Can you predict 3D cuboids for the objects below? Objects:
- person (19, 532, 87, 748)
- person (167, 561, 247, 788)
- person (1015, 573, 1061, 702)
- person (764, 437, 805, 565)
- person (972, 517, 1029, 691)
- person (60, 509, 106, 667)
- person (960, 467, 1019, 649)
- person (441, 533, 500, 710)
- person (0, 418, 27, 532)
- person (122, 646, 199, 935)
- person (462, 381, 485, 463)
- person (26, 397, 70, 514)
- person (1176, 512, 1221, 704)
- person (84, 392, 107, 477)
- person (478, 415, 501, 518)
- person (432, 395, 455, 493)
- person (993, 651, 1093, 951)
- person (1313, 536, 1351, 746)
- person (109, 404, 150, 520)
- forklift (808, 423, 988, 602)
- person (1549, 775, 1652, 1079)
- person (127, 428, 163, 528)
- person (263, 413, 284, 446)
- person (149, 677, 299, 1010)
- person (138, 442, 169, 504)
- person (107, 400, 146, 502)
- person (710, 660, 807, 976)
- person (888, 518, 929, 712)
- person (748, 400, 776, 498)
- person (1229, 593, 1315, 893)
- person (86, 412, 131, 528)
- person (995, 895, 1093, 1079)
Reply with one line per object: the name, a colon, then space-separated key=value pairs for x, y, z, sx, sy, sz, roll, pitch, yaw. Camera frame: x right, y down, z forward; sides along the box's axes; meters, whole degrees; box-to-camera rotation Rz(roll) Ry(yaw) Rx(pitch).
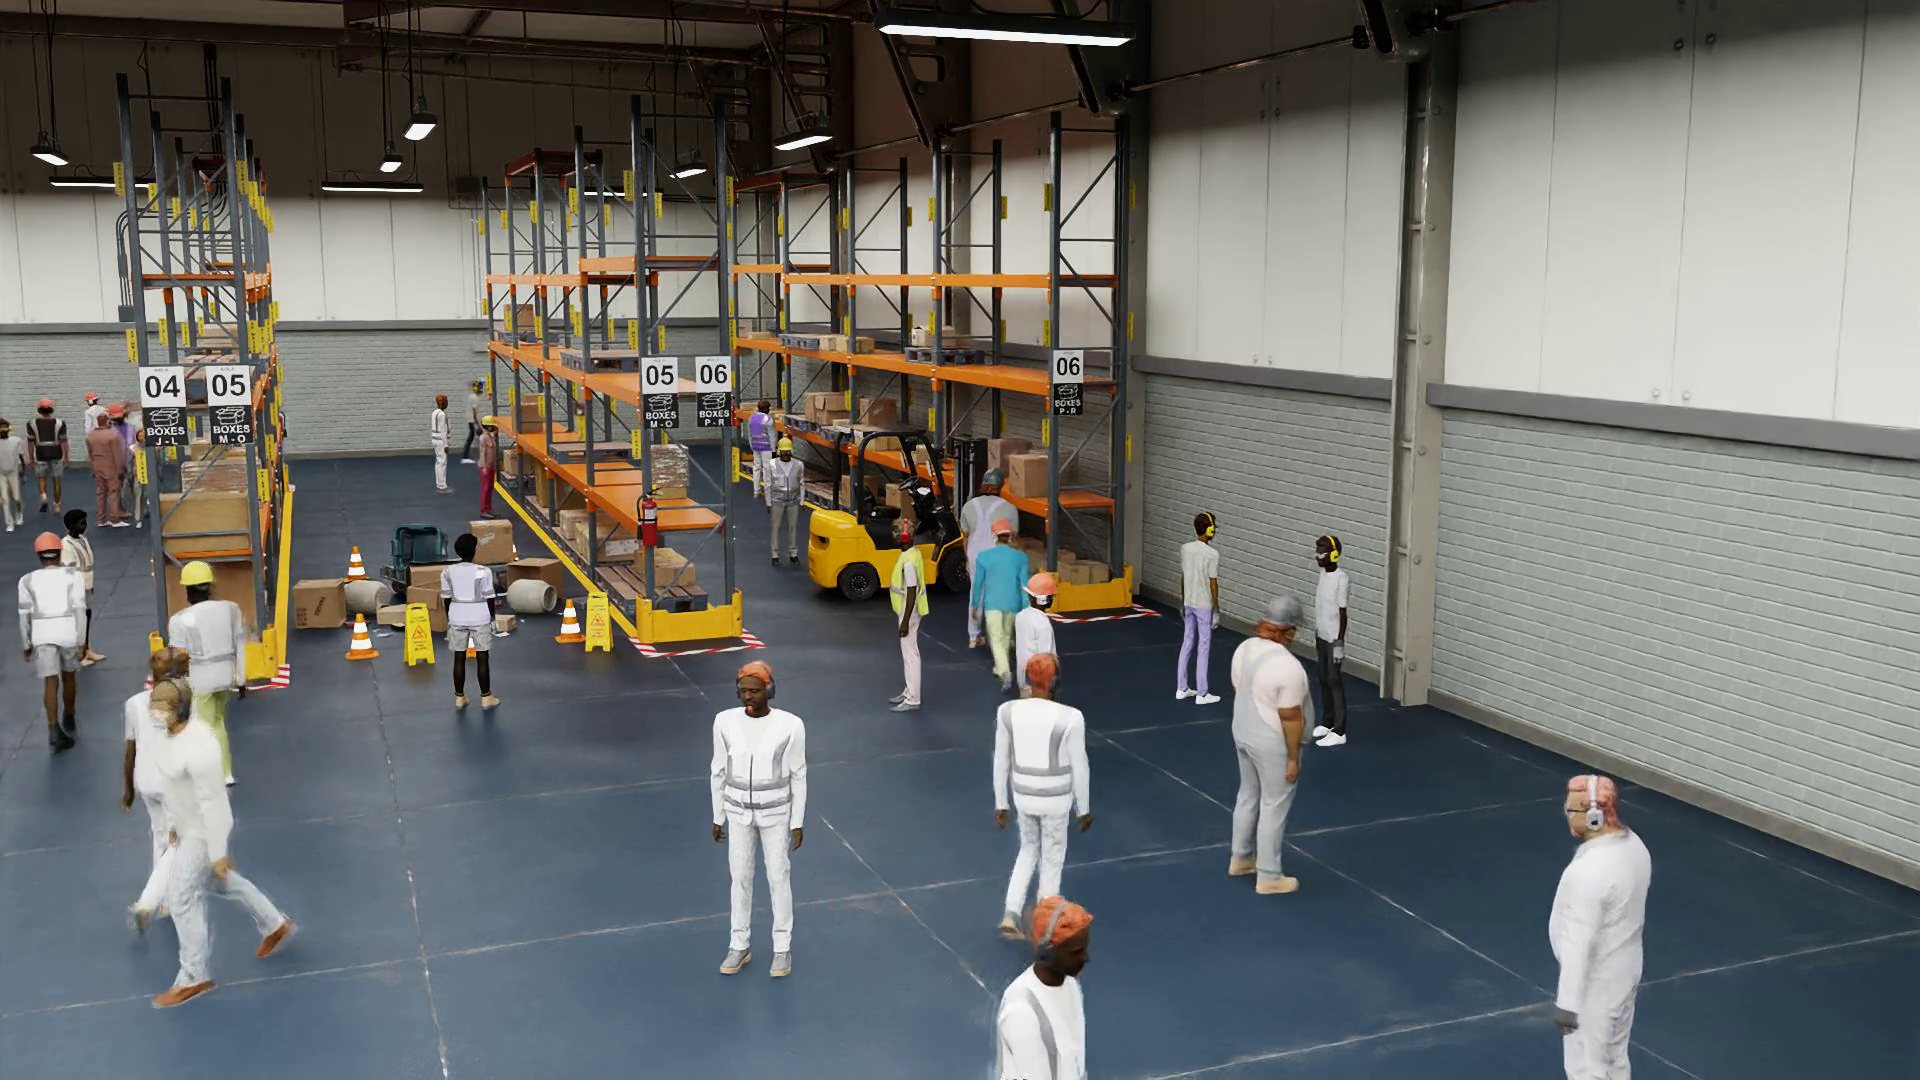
person: x=-8.023 y=0.881 z=14.728 sx=0.555 sy=1.862 sz=1.047 roll=-4 pitch=10 yaw=-24
person: x=-5.944 y=1.109 z=13.051 sx=0.500 sy=1.912 sz=0.611 roll=5 pitch=10 yaw=30
person: x=0.643 y=1.130 z=13.444 sx=0.345 sy=1.747 sz=0.572 roll=-3 pitch=10 yaw=-19
person: x=-2.494 y=-0.553 z=23.773 sx=0.588 sy=1.835 sz=0.403 roll=-3 pitch=9 yaw=-18
person: x=0.426 y=0.631 z=16.678 sx=0.563 sy=1.727 sz=0.800 roll=-3 pitch=9 yaw=-17
person: x=-9.327 y=0.504 z=17.588 sx=0.325 sy=1.685 sz=0.539 roll=-1 pitch=9 yaw=-9
person: x=0.367 y=0.196 z=18.412 sx=0.686 sy=2.000 sz=0.535 roll=4 pitch=10 yaw=25
person: x=-4.658 y=0.776 z=15.834 sx=0.535 sy=1.700 sz=0.315 roll=1 pitch=9 yaw=6
person: x=-15.430 y=-1.063 z=26.953 sx=0.498 sy=1.847 sz=0.478 roll=-4 pitch=10 yaw=-23
person: x=-5.053 y=1.579 z=10.456 sx=0.593 sy=1.817 sz=0.739 roll=2 pitch=9 yaw=11
person: x=-10.589 y=-2.581 z=36.593 sx=0.869 sy=1.819 sz=0.624 roll=-3 pitch=9 yaw=-17
person: x=-15.784 y=-1.451 z=28.824 sx=0.628 sy=2.030 sz=0.423 roll=-4 pitch=10 yaw=-25
person: x=2.325 y=0.655 z=16.118 sx=0.327 sy=1.861 sz=0.502 roll=-7 pitch=11 yaw=-36
person: x=-17.820 y=-2.177 z=34.286 sx=0.349 sy=1.743 sz=0.563 roll=2 pitch=9 yaw=14
person: x=-8.043 y=-1.251 z=28.418 sx=0.336 sy=1.757 sz=0.518 roll=1 pitch=9 yaw=7
person: x=-9.870 y=-1.831 z=31.690 sx=0.359 sy=1.880 sz=0.575 roll=-5 pitch=11 yaw=-31
person: x=0.501 y=1.598 z=10.121 sx=0.581 sy=1.869 sz=0.453 roll=5 pitch=10 yaw=30
person: x=3.257 y=0.879 z=14.693 sx=0.316 sy=1.860 sz=0.513 roll=-2 pitch=9 yaw=-11
person: x=-14.048 y=-1.300 z=28.020 sx=1.049 sy=1.977 sz=0.621 roll=7 pitch=11 yaw=36
forklift: x=-0.830 y=-0.399 z=21.676 sx=2.313 sy=2.155 sz=1.214 roll=-4 pitch=10 yaw=-21
person: x=2.882 y=1.994 z=7.573 sx=0.399 sy=1.895 sz=0.678 roll=7 pitch=12 yaw=39
person: x=-13.369 y=-1.015 z=27.292 sx=0.525 sy=1.639 sz=0.307 roll=-6 pitch=11 yaw=-35
person: x=-13.640 y=-1.969 z=32.994 sx=0.478 sy=1.722 sz=0.551 roll=6 pitch=11 yaw=34
person: x=-4.304 y=1.668 z=9.613 sx=0.881 sy=1.906 sz=0.659 roll=-8 pitch=12 yaw=-40
person: x=-14.608 y=-1.466 z=30.153 sx=0.502 sy=1.633 sz=0.280 roll=-7 pitch=12 yaw=-39
person: x=-15.296 y=-1.665 z=30.739 sx=0.660 sy=1.863 sz=0.957 roll=4 pitch=10 yaw=24
person: x=-1.194 y=1.639 z=9.825 sx=0.578 sy=1.883 sz=0.353 roll=1 pitch=9 yaw=8
person: x=-0.488 y=0.711 z=15.794 sx=0.389 sy=1.843 sz=0.567 roll=-1 pitch=9 yaw=-4
person: x=-3.634 y=-1.681 z=30.856 sx=0.631 sy=1.842 sz=0.428 roll=7 pitch=11 yaw=38
person: x=2.126 y=1.340 z=11.211 sx=0.535 sy=2.000 sz=0.689 roll=-4 pitch=10 yaw=-22
person: x=-13.989 y=-1.145 z=27.318 sx=0.657 sy=1.901 sz=0.400 roll=4 pitch=10 yaw=22
person: x=0.411 y=2.230 z=6.145 sx=0.581 sy=1.867 sz=0.589 roll=5 pitch=10 yaw=28
